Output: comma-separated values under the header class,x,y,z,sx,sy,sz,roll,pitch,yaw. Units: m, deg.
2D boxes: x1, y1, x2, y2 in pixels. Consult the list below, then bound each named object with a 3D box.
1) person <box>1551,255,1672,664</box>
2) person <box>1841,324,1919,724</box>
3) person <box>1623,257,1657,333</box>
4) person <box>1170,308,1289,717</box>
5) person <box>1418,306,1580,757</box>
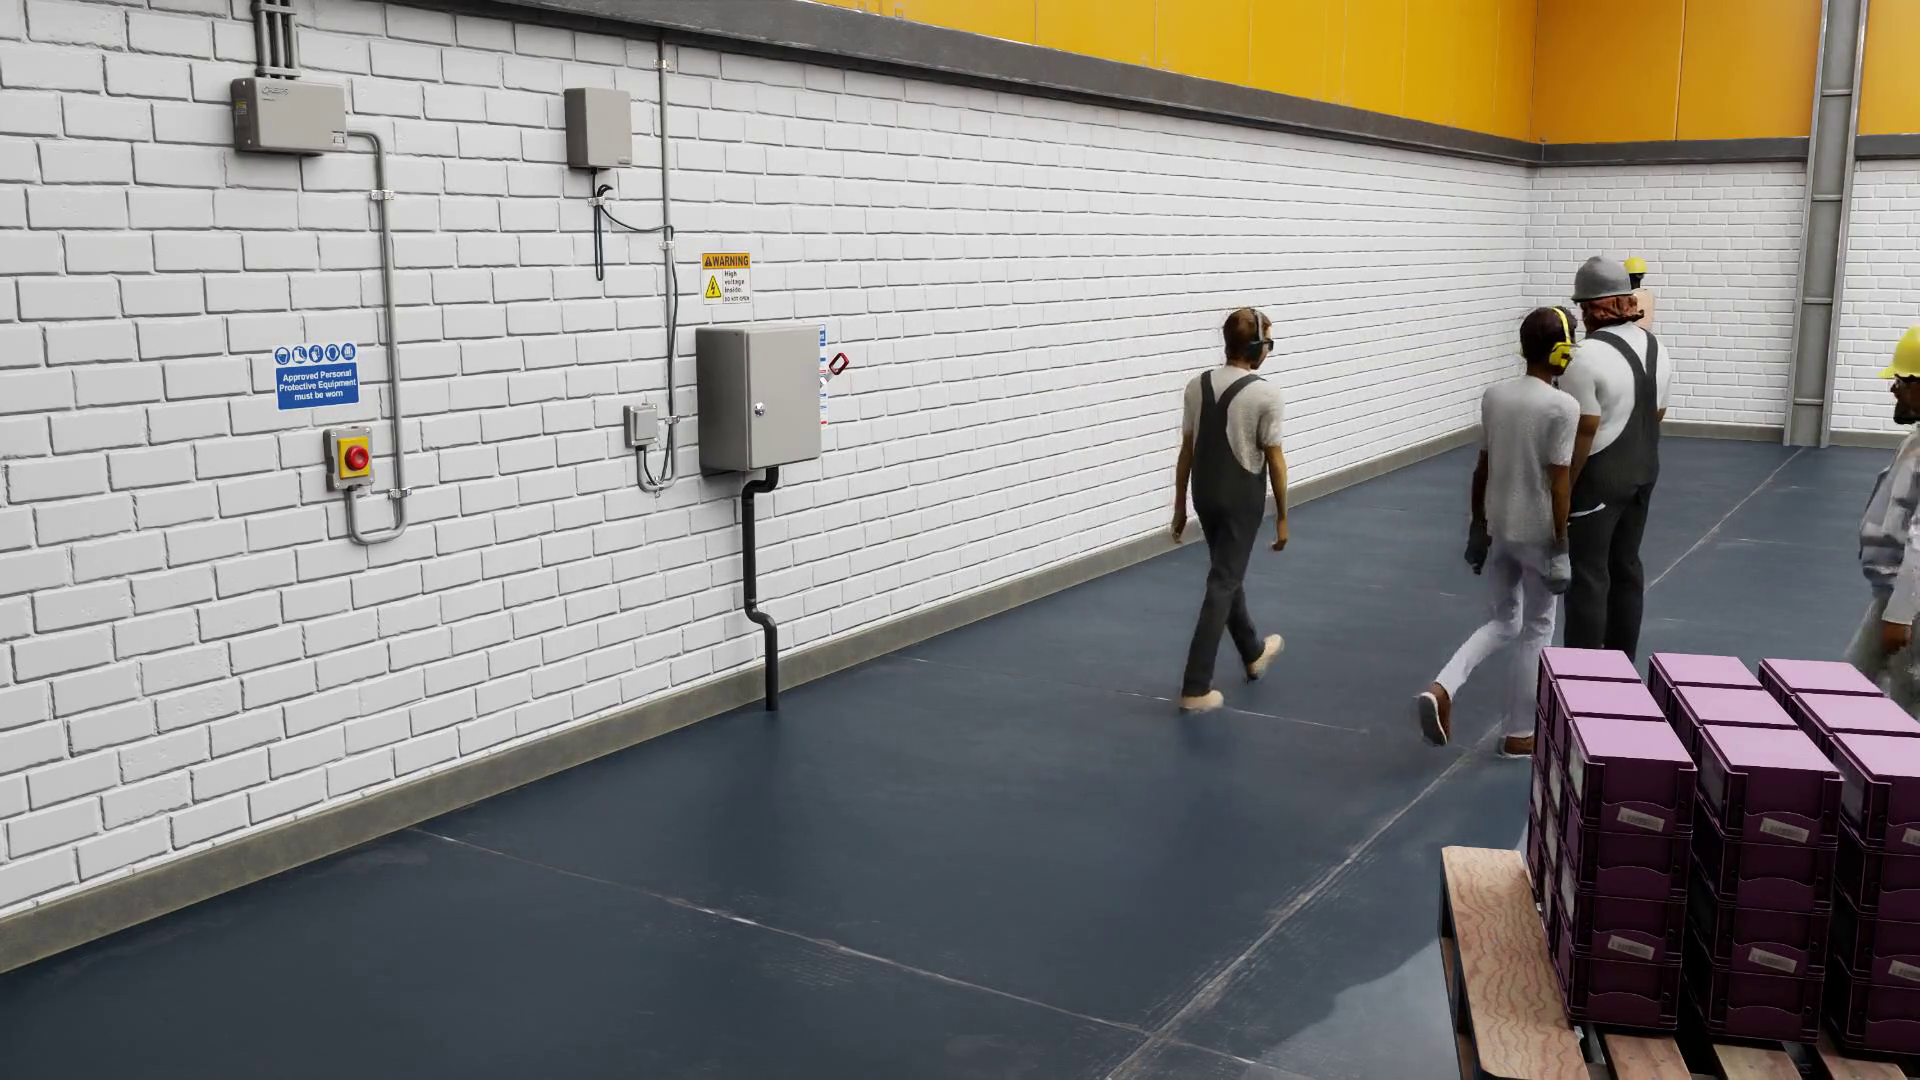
class,x,y,z,sx,sy,sz,roll,pitch,yaw
person,2.853,-0.267,7.549,0.682,2.000,0.536,-7,13,-35
person,3.256,0.167,5.738,0.501,1.818,0.627,5,11,25
person,6.860,-1.923,17.033,0.586,1.928,0.369,-8,13,-39
person,1.290,-0.143,7.544,0.973,1.790,0.514,-10,14,-43
person,2.199,-0.003,6.624,0.609,1.849,0.497,-5,11,-24
